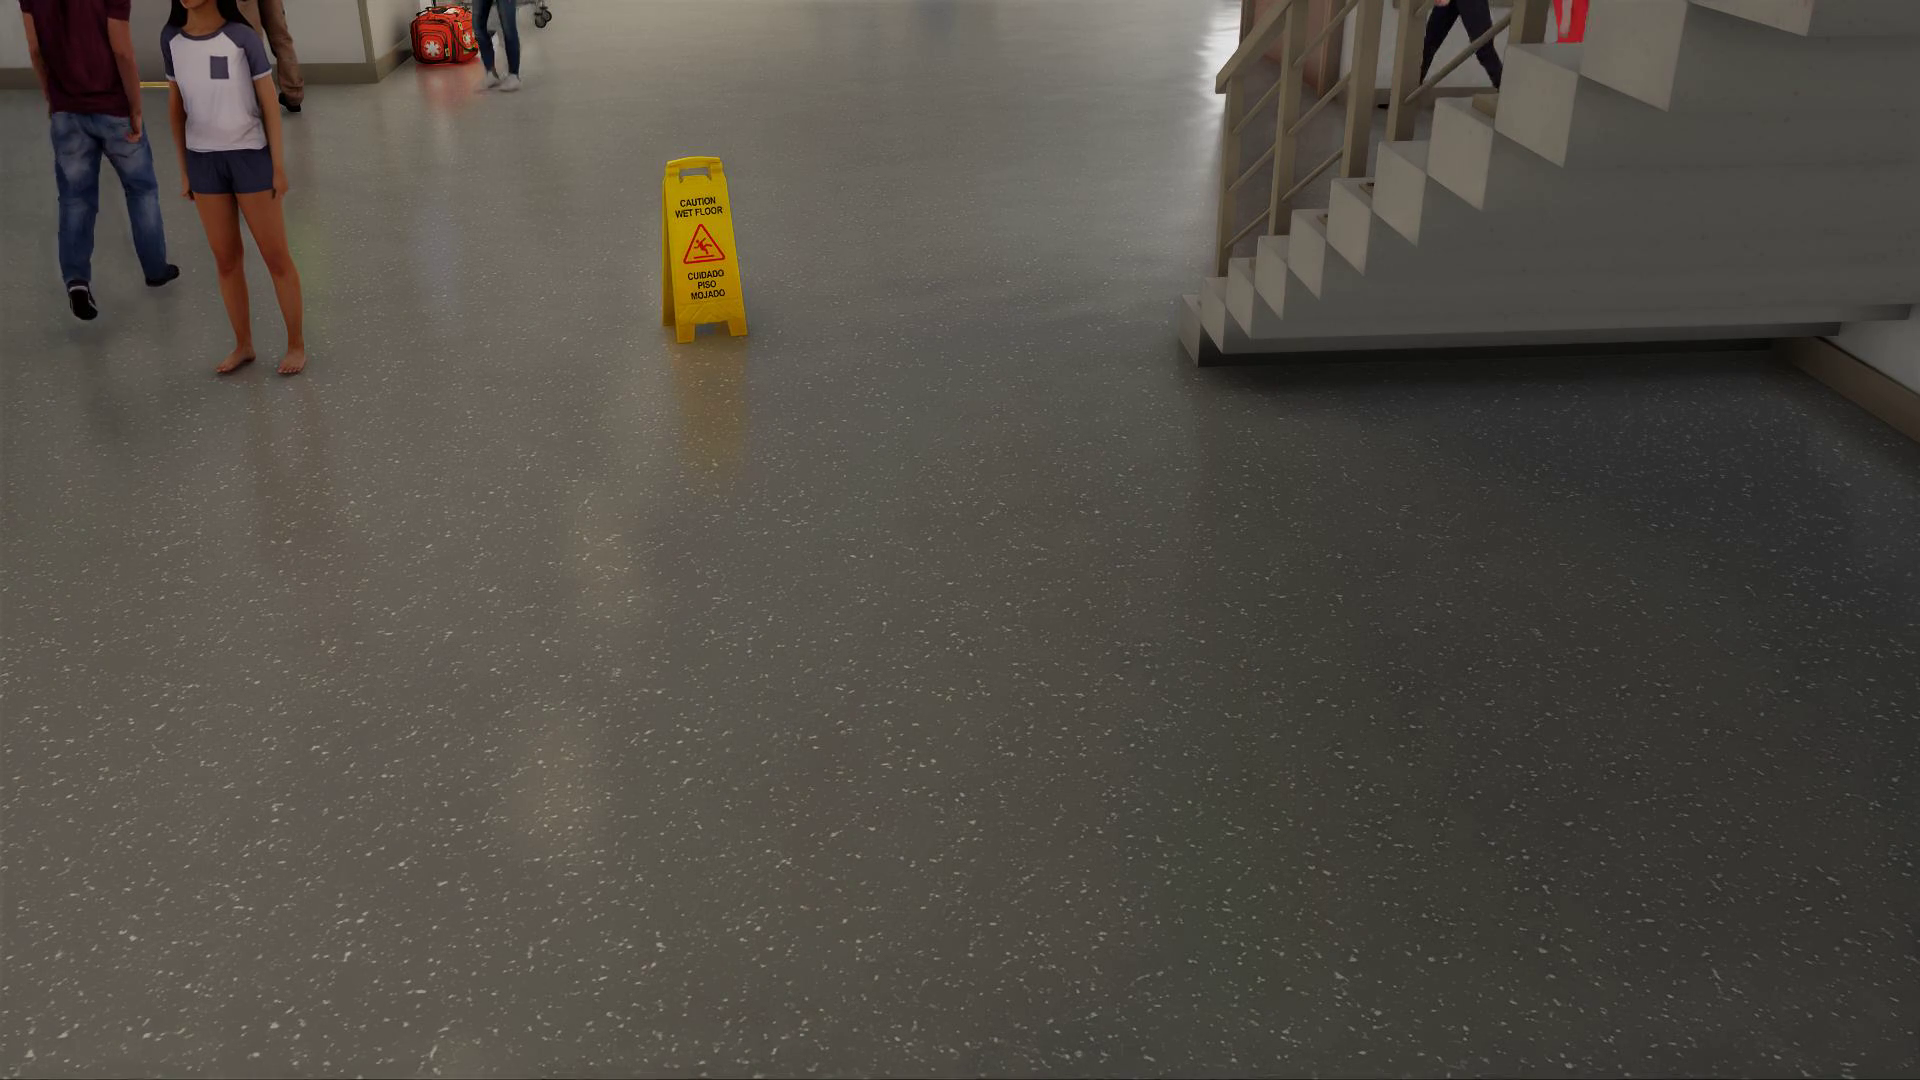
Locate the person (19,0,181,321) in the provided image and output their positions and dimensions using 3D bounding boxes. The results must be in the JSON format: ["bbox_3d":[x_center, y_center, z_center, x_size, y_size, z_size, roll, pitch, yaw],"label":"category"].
[{"bbox_3d":[-3.918,-1.903,7.463,0.718,1.809,1.167,-5,26,-9],"label":"person"}]

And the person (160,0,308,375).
[{"bbox_3d":[-2.958,-1.527,6.772,0.613,1.733,0.533,1,26,3],"label":"person"}]

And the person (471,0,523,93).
[{"bbox_3d":[-3.439,-4.198,12.420,0.704,1.638,0.750,8,27,16],"label":"person"}]

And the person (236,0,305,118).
[{"bbox_3d":[-4.938,-3.897,11.557,0.912,1.845,0.848,19,31,34],"label":"person"}]

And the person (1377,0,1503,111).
[{"bbox_3d":[3.493,-3.687,11.255,0.834,1.729,1.146,4,26,8],"label":"person"}]
